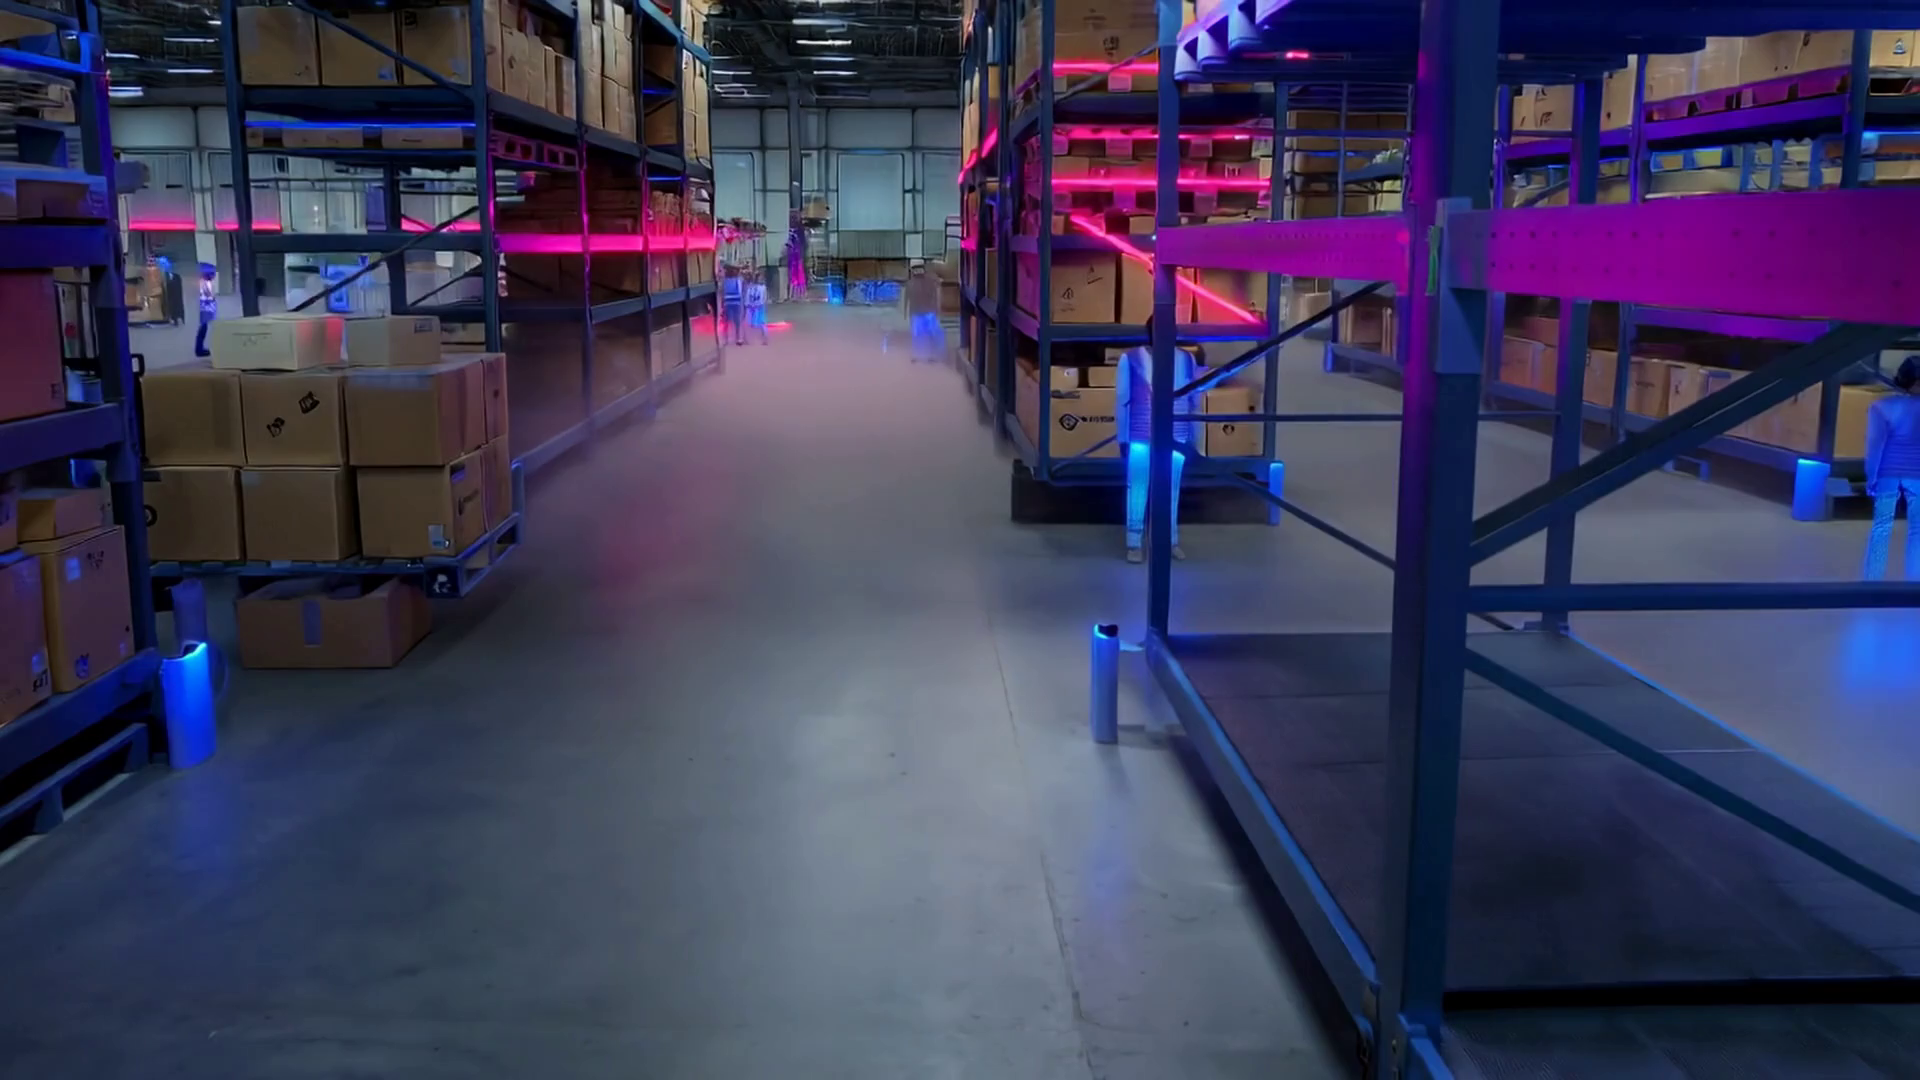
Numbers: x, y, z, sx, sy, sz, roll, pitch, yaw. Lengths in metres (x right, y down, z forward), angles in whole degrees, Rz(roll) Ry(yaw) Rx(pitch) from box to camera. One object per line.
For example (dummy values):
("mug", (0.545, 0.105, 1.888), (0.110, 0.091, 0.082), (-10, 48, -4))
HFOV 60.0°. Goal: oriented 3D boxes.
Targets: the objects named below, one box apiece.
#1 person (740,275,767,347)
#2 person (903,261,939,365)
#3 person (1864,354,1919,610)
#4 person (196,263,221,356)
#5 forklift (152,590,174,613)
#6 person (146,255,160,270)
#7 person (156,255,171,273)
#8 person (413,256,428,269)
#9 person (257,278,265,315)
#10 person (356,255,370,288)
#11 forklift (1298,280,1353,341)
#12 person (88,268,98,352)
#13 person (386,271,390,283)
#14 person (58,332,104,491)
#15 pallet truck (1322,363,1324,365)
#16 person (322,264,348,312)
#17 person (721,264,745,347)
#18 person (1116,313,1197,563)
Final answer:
("person", (-4.565, -5.088, 37.035), (0.529, 1.592, 0.852), (5, 11, 26))
("person", (-0.732, -4.302, 31.615), (0.700, 1.984, 0.461), (-5, 11, -24))
("person", (6.064, -0.373, 10.669), (0.280, 1.634, 0.498), (-10, 14, -44))
("person", (-15.316, -4.722, 34.174), (1.013, 1.885, 0.560), (0, 10, 0))
("forklift", (-5.858, -0.811, 9.639), (1.873, 2.768, 1.129), (-1, 10, -3))
("person", (-27.386, -8.715, 56.437), (0.700, 1.883, 0.550), (7, 12, 35))
("person", (-31.977, -10.494, 66.586), (0.952, 1.790, 0.645), (4, 11, 19))
("person", (-20.052, -9.637, 61.821), (0.909, 1.816, 0.626), (6, 12, 32))
("person", (-12.834, -3.963, 30.525), (0.614, 1.674, 0.559), (1, 10, 8))
("person", (-18.943, -8.070, 52.723), (0.508, 1.927, 0.647), (0, 10, 1))
("forklift", (9.074, -6.136, 39.304), (1.873, 2.768, 1.129), (0, 10, -2))
("person", (-18.249, -4.900, 35.221), (0.321, 1.876, 0.532), (-4, 11, -21))
("person", (-18.773, -8.393, 55.206), (0.321, 1.690, 0.533), (8, 13, 37))
("person", (-6.677, -0.721, 12.449), (0.404, 1.683, 0.557), (3, 11, 17))
("pallet truck", (7.712, -4.157, 30.737), (1.885, 1.965, 0.823), (3, 11, 16))
("person", (-13.285, -4.950, 35.531), (1.006, 1.874, 0.612), (7, 12, 34))
("person", (-5.086, -5.243, 37.217), (0.611, 1.834, 0.962), (2, 10, 10))
("person", (1.453, -0.751, 12.203), (0.627, 1.844, 0.429), (-3, 10, -14))
